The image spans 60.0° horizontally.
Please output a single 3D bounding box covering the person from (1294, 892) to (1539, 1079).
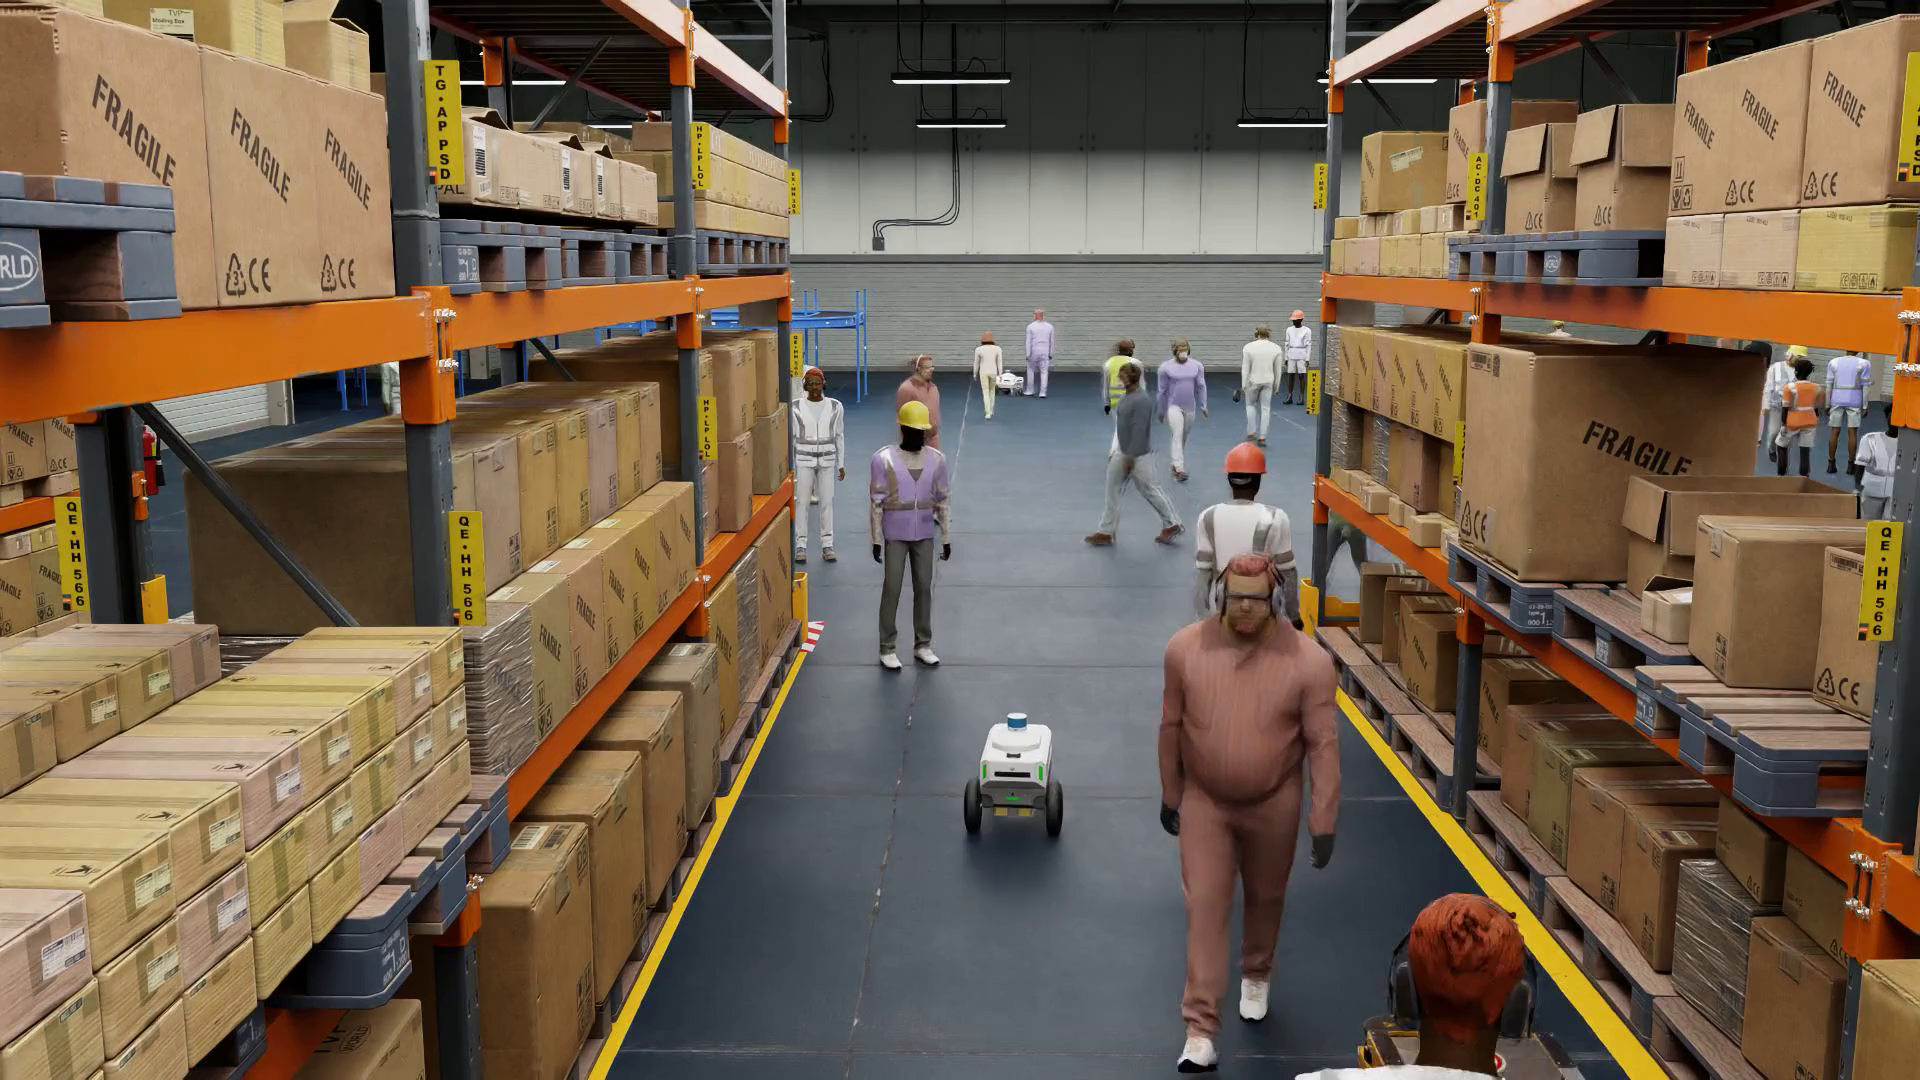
[{"bbox_3d":[0.813,1.501,2.911,0.610,1.844,0.891,3,10,16],"label":"person"}]

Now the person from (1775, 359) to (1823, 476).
[{"bbox_3d":[10.643,-1.462,21.185,0.546,1.666,0.685,0,9,-2],"label":"person"}]

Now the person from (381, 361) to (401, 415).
[{"bbox_3d":[-7.810,-1.968,23.459,0.658,1.926,0.633,-7,12,-35],"label":"person"}]

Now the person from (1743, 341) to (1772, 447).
[{"bbox_3d":[12.490,-2.456,26.185,0.612,1.997,0.375,-6,11,-31],"label":"person"}]

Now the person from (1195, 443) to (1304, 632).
[{"bbox_3d":[1.632,0.392,9.477,0.554,1.895,0.960,7,12,38],"label":"person"}]

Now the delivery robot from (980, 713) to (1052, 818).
[{"bbox_3d":[0.298,1.154,8.724,0.477,0.478,0.707,1,10,6],"label":"delivery robot"}]

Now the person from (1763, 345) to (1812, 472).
[{"bbox_3d":[11.585,-1.885,23.353,0.603,1.805,0.665,3,10,16],"label":"person"}]

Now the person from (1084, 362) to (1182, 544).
[{"bbox_3d":[1.830,-0.898,17.188,1.010,1.898,0.633,-3,10,-20],"label":"person"}]

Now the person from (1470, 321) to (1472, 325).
[{"bbox_3d":[11.701,-4.274,37.967,0.318,1.700,0.535,-7,12,-37],"label":"person"}]

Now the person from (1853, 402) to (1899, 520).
[{"bbox_3d":[8.452,-0.446,15.165,0.542,1.660,0.870,6,11,33],"label":"person"}]

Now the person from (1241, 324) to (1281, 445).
[{"bbox_3d":[4.806,-2.498,26.663,0.665,1.914,0.722,-1,9,-4],"label":"person"}]

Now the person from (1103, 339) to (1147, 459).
[{"bbox_3d":[2.361,-1.935,23.566,0.638,1.825,0.452,9,13,43],"label":"person"}]

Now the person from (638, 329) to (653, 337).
[{"bbox_3d":[-8.235,-5.414,43.902,0.538,2.000,0.689,8,12,38],"label":"person"}]

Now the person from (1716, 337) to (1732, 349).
[{"bbox_3d":[16.493,-3.878,35.859,0.520,1.603,0.835,-7,12,-38],"label":"person"}]

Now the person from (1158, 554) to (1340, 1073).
[{"bbox_3d":[1.037,0.973,6.068,0.675,1.849,1.005,3,10,15],"label":"person"}]

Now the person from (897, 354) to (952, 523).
[{"bbox_3d":[-0.473,-1.143,18.642,0.793,1.883,0.650,8,12,40],"label":"person"}]

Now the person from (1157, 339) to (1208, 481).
[{"bbox_3d":[2.978,-1.770,22.444,0.647,1.892,1.036,-2,10,-12],"label":"person"}]

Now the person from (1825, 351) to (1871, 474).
[{"bbox_3d":[12.258,-1.891,22.978,0.549,1.936,0.376,8,13,41],"label":"person"}]

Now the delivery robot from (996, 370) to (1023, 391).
[{"bbox_3d":[1.046,-3.483,36.498,0.707,0.478,0.477,9,13,43],"label":"delivery robot"}]

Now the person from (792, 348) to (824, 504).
[{"bbox_3d":[-1.941,-1.432,20.054,0.682,2.010,0.505,-2,10,-13],"label":"person"}]

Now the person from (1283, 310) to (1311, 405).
[{"bbox_3d":[6.909,-3.744,34.093,0.545,1.933,0.376,6,11,34],"label":"person"}]

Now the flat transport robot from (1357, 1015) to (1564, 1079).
[{"bbox_3d":[1.742,1.915,5.293,0.652,0.197,1.431,0,9,1],"label":"flat transport robot"}]

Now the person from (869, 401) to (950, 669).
[{"bbox_3d":[-0.356,-0.046,11.993,0.598,1.919,0.383,-4,10,-23],"label":"person"}]

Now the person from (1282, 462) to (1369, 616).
[{"bbox_3d":[3.035,-0.102,13.313,0.887,1.582,0.508,-5,11,-28],"label":"person"}]

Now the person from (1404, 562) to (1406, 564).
[{"bbox_3d":[4.056,-0.452,14.449,0.675,1.915,0.546,1,10,7],"label":"person"}]

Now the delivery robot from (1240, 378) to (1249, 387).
[{"bbox_3d":[6.105,-3.346,34.900,0.335,0.223,0.698,6,12,34],"label":"delivery robot"}]

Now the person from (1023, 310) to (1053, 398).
[{"bbox_3d":[1.664,-4.031,35.962,0.683,1.874,0.833,-4,10,-21],"label":"person"}]

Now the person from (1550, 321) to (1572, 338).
[{"bbox_3d":[12.583,-3.779,34.896,0.540,1.720,0.832,6,11,33],"label":"person"}]

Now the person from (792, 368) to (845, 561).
[{"bbox_3d":[-1.412,-0.738,16.232,0.583,1.882,0.338,-2,10,-13],"label":"person"}]

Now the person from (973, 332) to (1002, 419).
[{"bbox_3d":[0.507,-3.092,31.157,0.526,1.593,0.802,-1,10,-8],"label":"person"}]
